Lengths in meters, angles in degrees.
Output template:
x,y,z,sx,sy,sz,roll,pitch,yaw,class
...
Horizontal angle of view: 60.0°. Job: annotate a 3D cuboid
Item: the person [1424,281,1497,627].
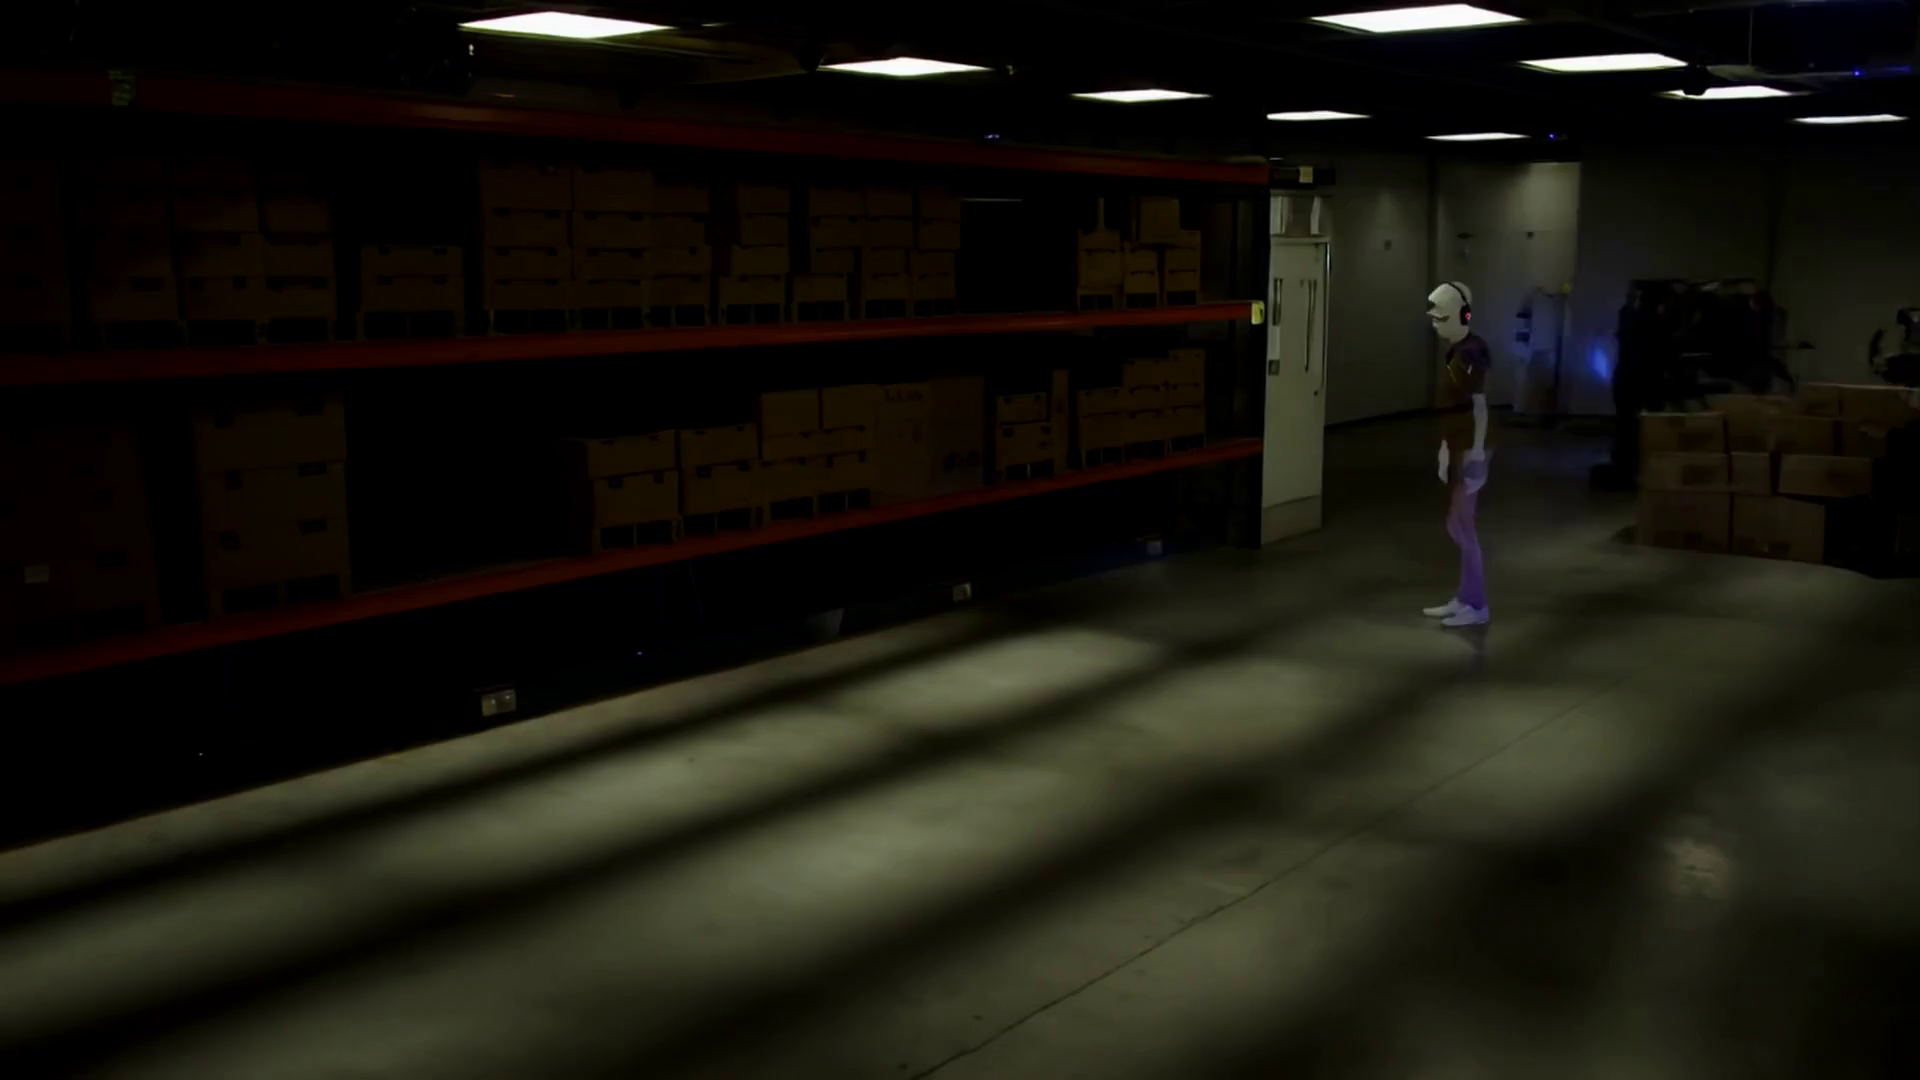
x,y,z,sx,sy,sz,roll,pitch,yaw,class
2.667,-0.454,8.913,0.402,1.850,0.601,-1,10,-3,person
